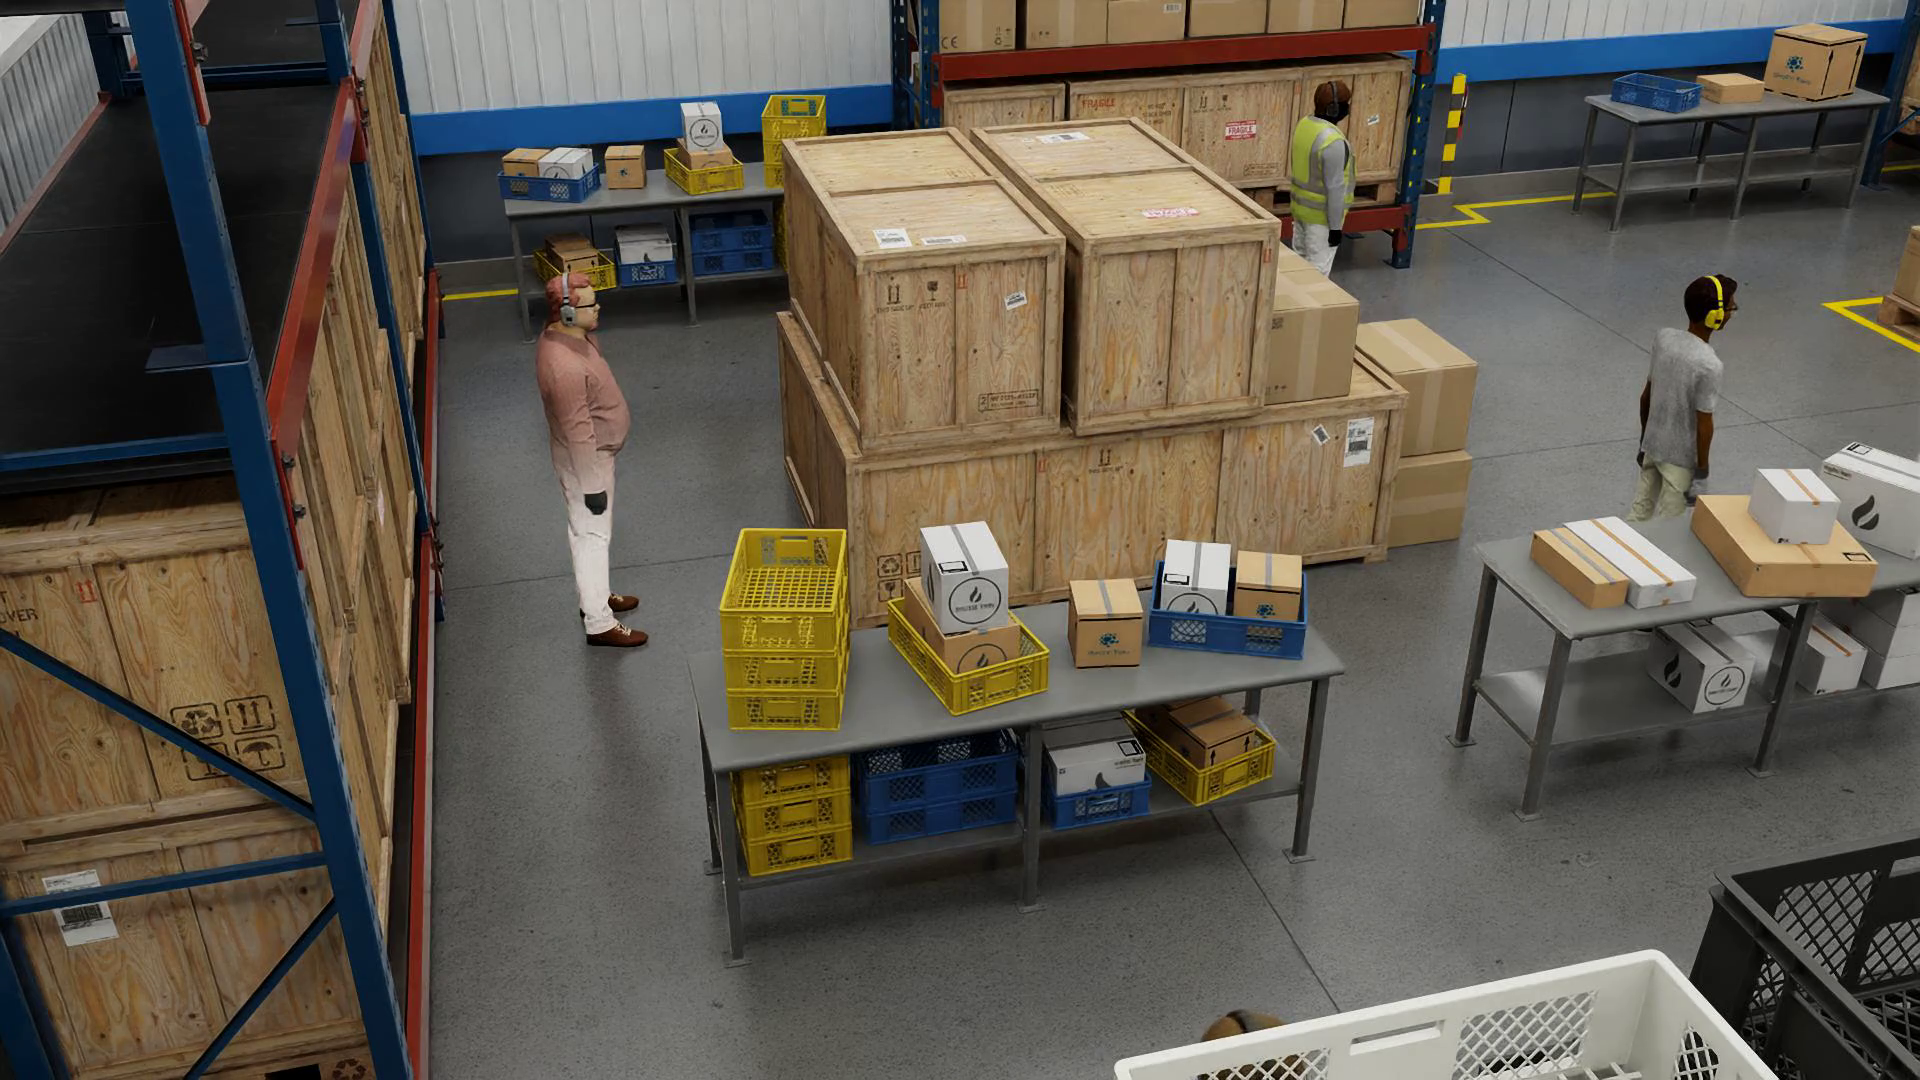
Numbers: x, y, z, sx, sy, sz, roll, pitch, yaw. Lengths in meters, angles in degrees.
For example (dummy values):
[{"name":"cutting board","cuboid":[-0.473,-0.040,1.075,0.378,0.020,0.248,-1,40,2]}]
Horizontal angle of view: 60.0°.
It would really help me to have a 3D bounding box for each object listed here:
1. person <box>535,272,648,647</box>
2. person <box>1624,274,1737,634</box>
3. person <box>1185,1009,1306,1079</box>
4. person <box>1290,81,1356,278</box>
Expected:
[{"name":"person","cuboid":[-1.799,-0.389,8.111,0.410,1.909,0.643,-8,30,-13]},{"name":"person","cuboid":[3.521,-0.409,8.190,0.328,1.868,0.511,-8,30,-13]},{"name":"person","cuboid":[0.610,1.874,3.972,0.372,1.940,0.632,-8,30,-13]},{"name":"person","cuboid":[2.510,-2.269,11.591,0.429,1.844,0.627,-8,30,-13]}]
